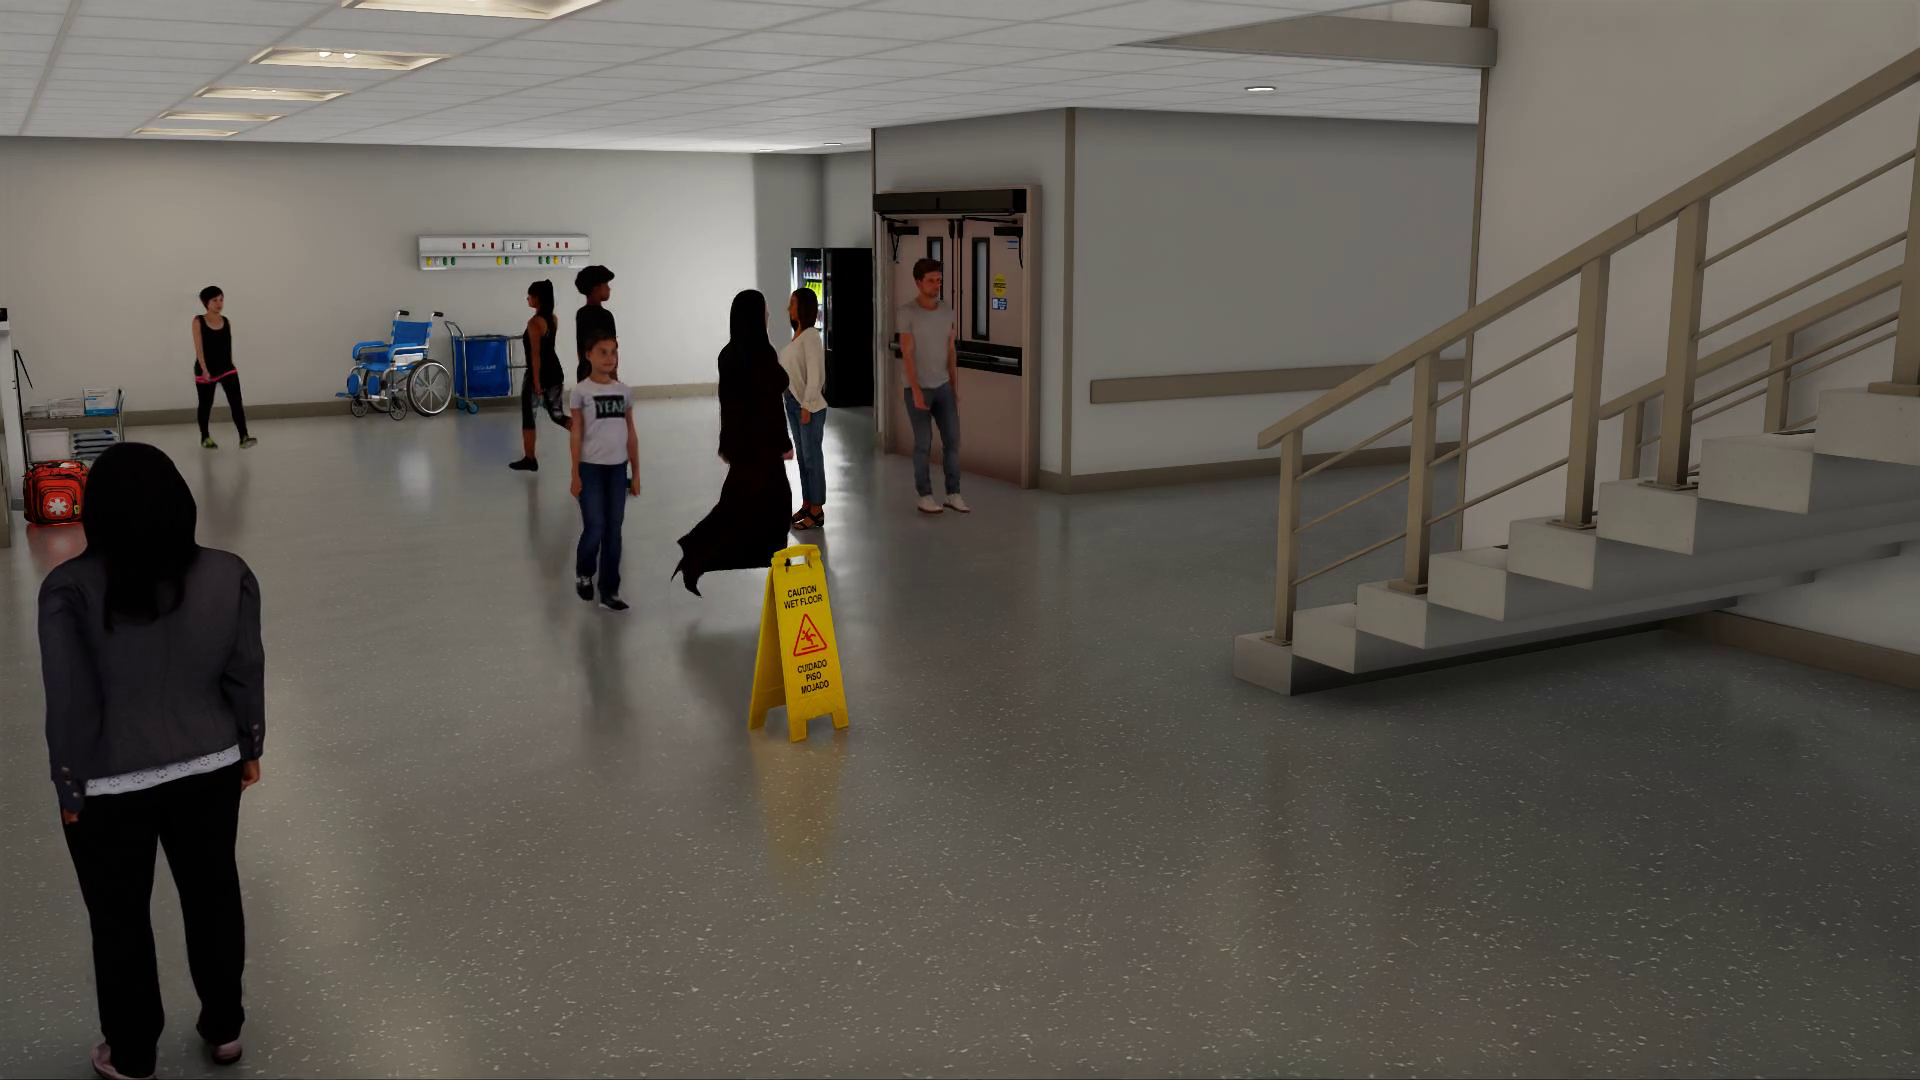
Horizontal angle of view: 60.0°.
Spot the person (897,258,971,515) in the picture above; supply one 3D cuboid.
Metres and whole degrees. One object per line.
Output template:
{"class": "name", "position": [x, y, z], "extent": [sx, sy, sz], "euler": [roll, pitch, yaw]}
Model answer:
{"class": "person", "position": [-0.290, -1.103, 12.131], "extent": [0.689, 1.858, 0.689], "euler": [-8, 13, -35]}

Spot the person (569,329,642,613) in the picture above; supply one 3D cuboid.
{"class": "person", "position": [-2.007, -0.389, 9.174], "extent": [0.602, 1.557, 0.687], "euler": [-8, 14, -38]}

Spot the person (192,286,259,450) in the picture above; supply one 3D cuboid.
{"class": "person", "position": [-7.026, -1.586, 15.579], "extent": [1.016, 1.521, 0.754], "euler": [9, 14, 40]}

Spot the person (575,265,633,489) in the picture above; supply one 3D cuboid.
{"class": "person", "position": [-2.916, -1.300, 13.339], "extent": [0.599, 1.794, 0.723], "euler": [9, 14, 41]}

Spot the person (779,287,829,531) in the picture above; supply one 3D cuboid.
{"class": "person", "position": [-1.081, -0.935, 11.716], "extent": [0.717, 1.682, 0.530], "euler": [-4, 11, -19]}

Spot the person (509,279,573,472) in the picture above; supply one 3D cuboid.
{"class": "person", "position": [-3.472, -1.378, 14.182], "extent": [1.086, 1.633, 1.001], "euler": [3, 11, 17]}

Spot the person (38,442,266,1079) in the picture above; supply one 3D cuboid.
{"class": "person", "position": [-1.985, 0.554, 4.095], "extent": [0.742, 1.598, 0.739], "euler": [11, 15, 44]}

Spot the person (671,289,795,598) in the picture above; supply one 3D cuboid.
{"class": "person", "position": [-1.240, -0.488, 9.270], "extent": [0.722, 1.716, 1.034], "euler": [-6, 12, -28]}
